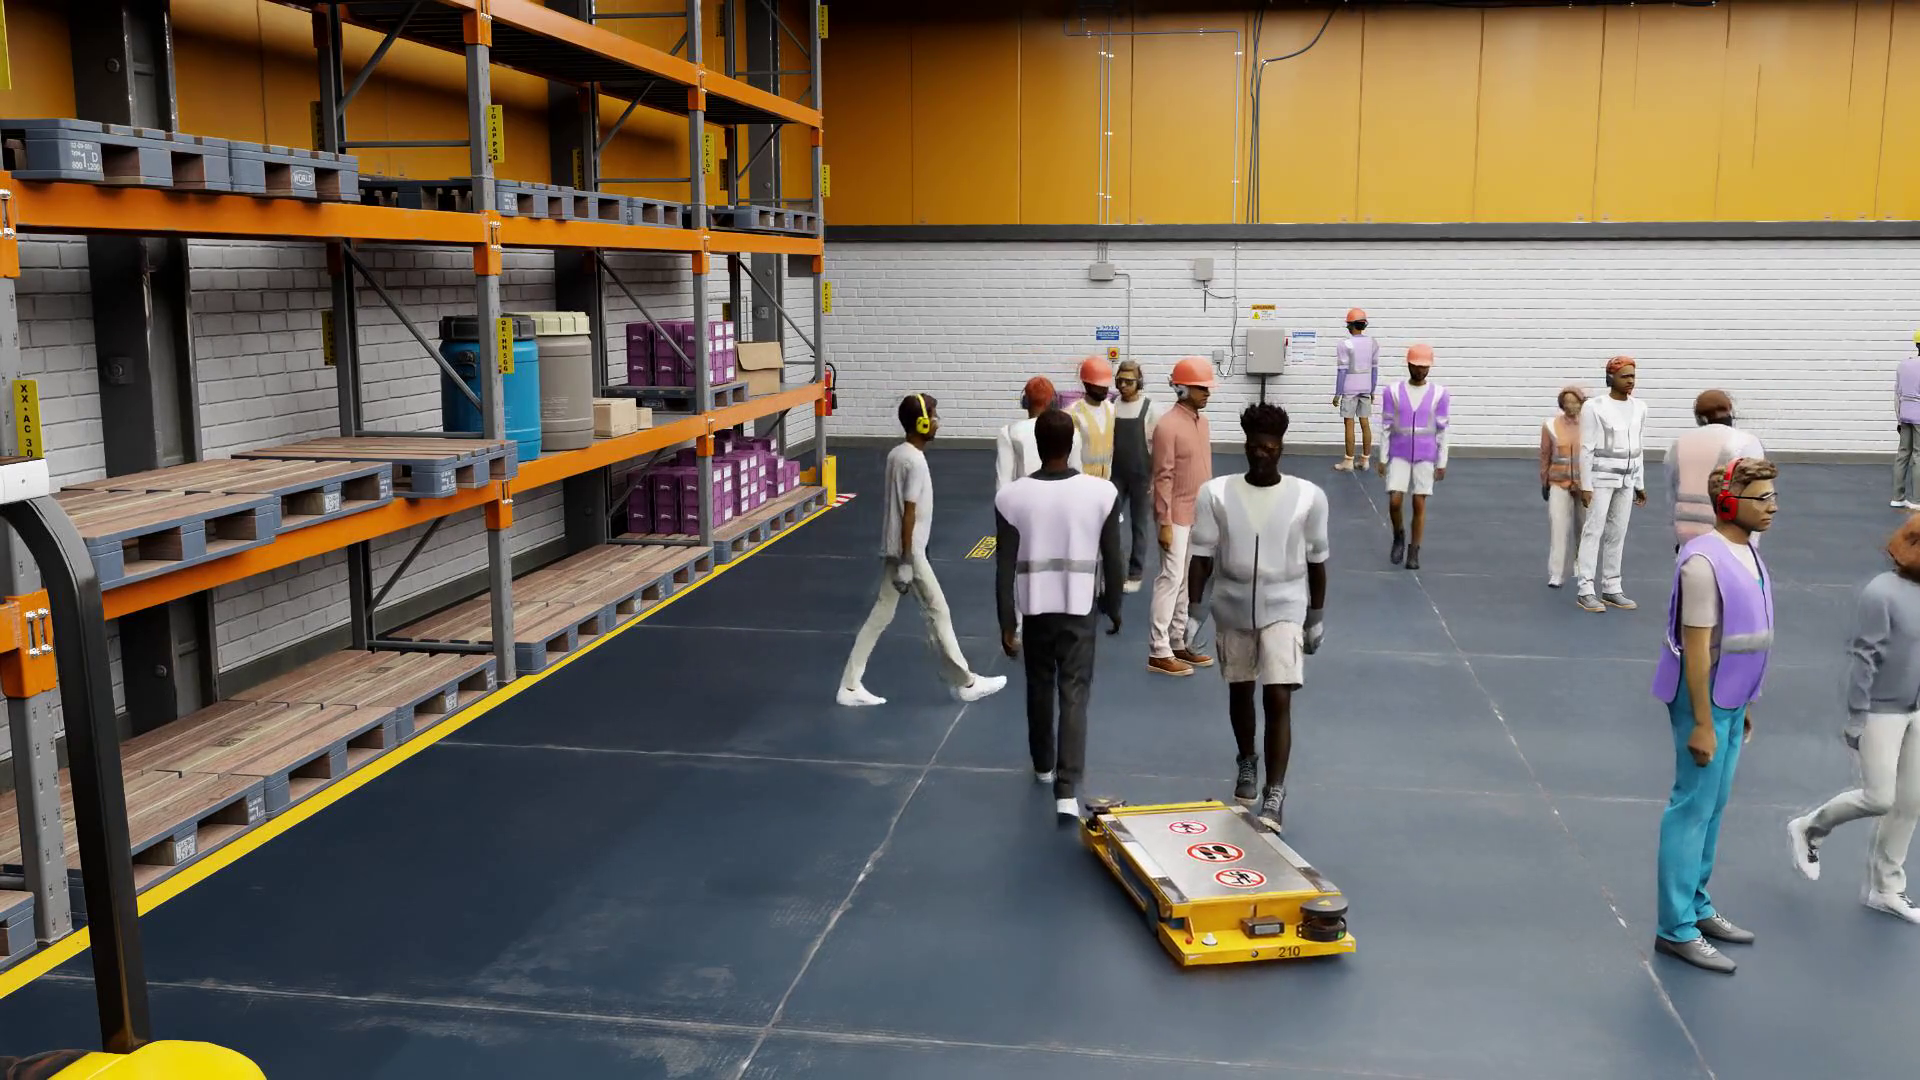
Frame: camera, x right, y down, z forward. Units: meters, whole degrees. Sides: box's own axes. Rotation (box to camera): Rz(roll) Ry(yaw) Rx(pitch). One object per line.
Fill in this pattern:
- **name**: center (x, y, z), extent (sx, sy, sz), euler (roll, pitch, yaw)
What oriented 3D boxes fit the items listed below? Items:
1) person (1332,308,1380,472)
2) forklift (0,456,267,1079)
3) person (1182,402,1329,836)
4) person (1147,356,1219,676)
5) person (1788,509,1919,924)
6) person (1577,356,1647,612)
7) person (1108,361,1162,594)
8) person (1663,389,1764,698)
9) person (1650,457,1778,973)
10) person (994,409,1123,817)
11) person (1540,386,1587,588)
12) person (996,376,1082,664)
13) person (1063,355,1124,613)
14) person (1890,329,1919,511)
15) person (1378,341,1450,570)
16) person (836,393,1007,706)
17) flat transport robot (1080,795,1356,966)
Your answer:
- **person**: center (4.934, -1.875, 20.802), extent (0.605, 2.045, 0.379), euler (-4, 10, -23)
- **forklift**: center (-2.328, 0.975, 2.765), extent (2.313, 2.155, 1.214), euler (1, 9, 9)
- **person**: center (1.328, 0.340, 7.509), extent (0.622, 1.916, 0.974), euler (3, 10, 17)
- **person**: center (1.407, -0.152, 10.367), extent (0.407, 1.986, 0.622), euler (6, 11, 32)
- **person**: center (3.575, 0.657, 6.474), extent (0.520, 1.613, 0.484), euler (-4, 10, -23)
- **person**: center (4.818, -0.411, 12.273), extent (0.574, 1.882, 0.355), euler (-4, 10, -21)
- **person**: center (1.245, -0.444, 12.670), extent (0.546, 1.814, 0.837), euler (4, 10, 22)
- **person**: center (4.547, 0.017, 9.900), extent (0.434, 1.806, 0.777), euler (-5, 10, -26)
- **person**: center (2.745, 0.611, 6.076), extent (0.391, 1.848, 0.563), euler (7, 12, 38)
- **person**: center (0.462, 0.323, 7.811), extent (0.595, 1.874, 1.012), euler (1, 9, 7)
- **person**: center (4.932, -0.444, 13.353), extent (0.554, 1.602, 0.854), euler (4, 10, 24)
- **person**: center (0.510, -0.149, 10.842), extent (0.589, 1.825, 1.013), euler (-1, 9, -9)
- **person**: center (0.952, -0.380, 12.023), extent (0.576, 1.899, 0.611), euler (-9, 13, -43)
- **person**: center (10.042, -1.269, 17.415), extent (0.359, 1.930, 0.588), euler (-2, 9, -14)
- **person**: center (3.797, -0.698, 13.917), extent (0.565, 1.921, 0.422), euler (2, 10, 15)
- **person**: center (-0.262, 0.065, 9.575), extent (1.025, 1.812, 0.569), euler (-3, 10, -19)
- **flat transport robot**: center (0.976, 1.308, 6.626), extent (0.652, 0.197, 1.431), euler (-2, 9, -11)
